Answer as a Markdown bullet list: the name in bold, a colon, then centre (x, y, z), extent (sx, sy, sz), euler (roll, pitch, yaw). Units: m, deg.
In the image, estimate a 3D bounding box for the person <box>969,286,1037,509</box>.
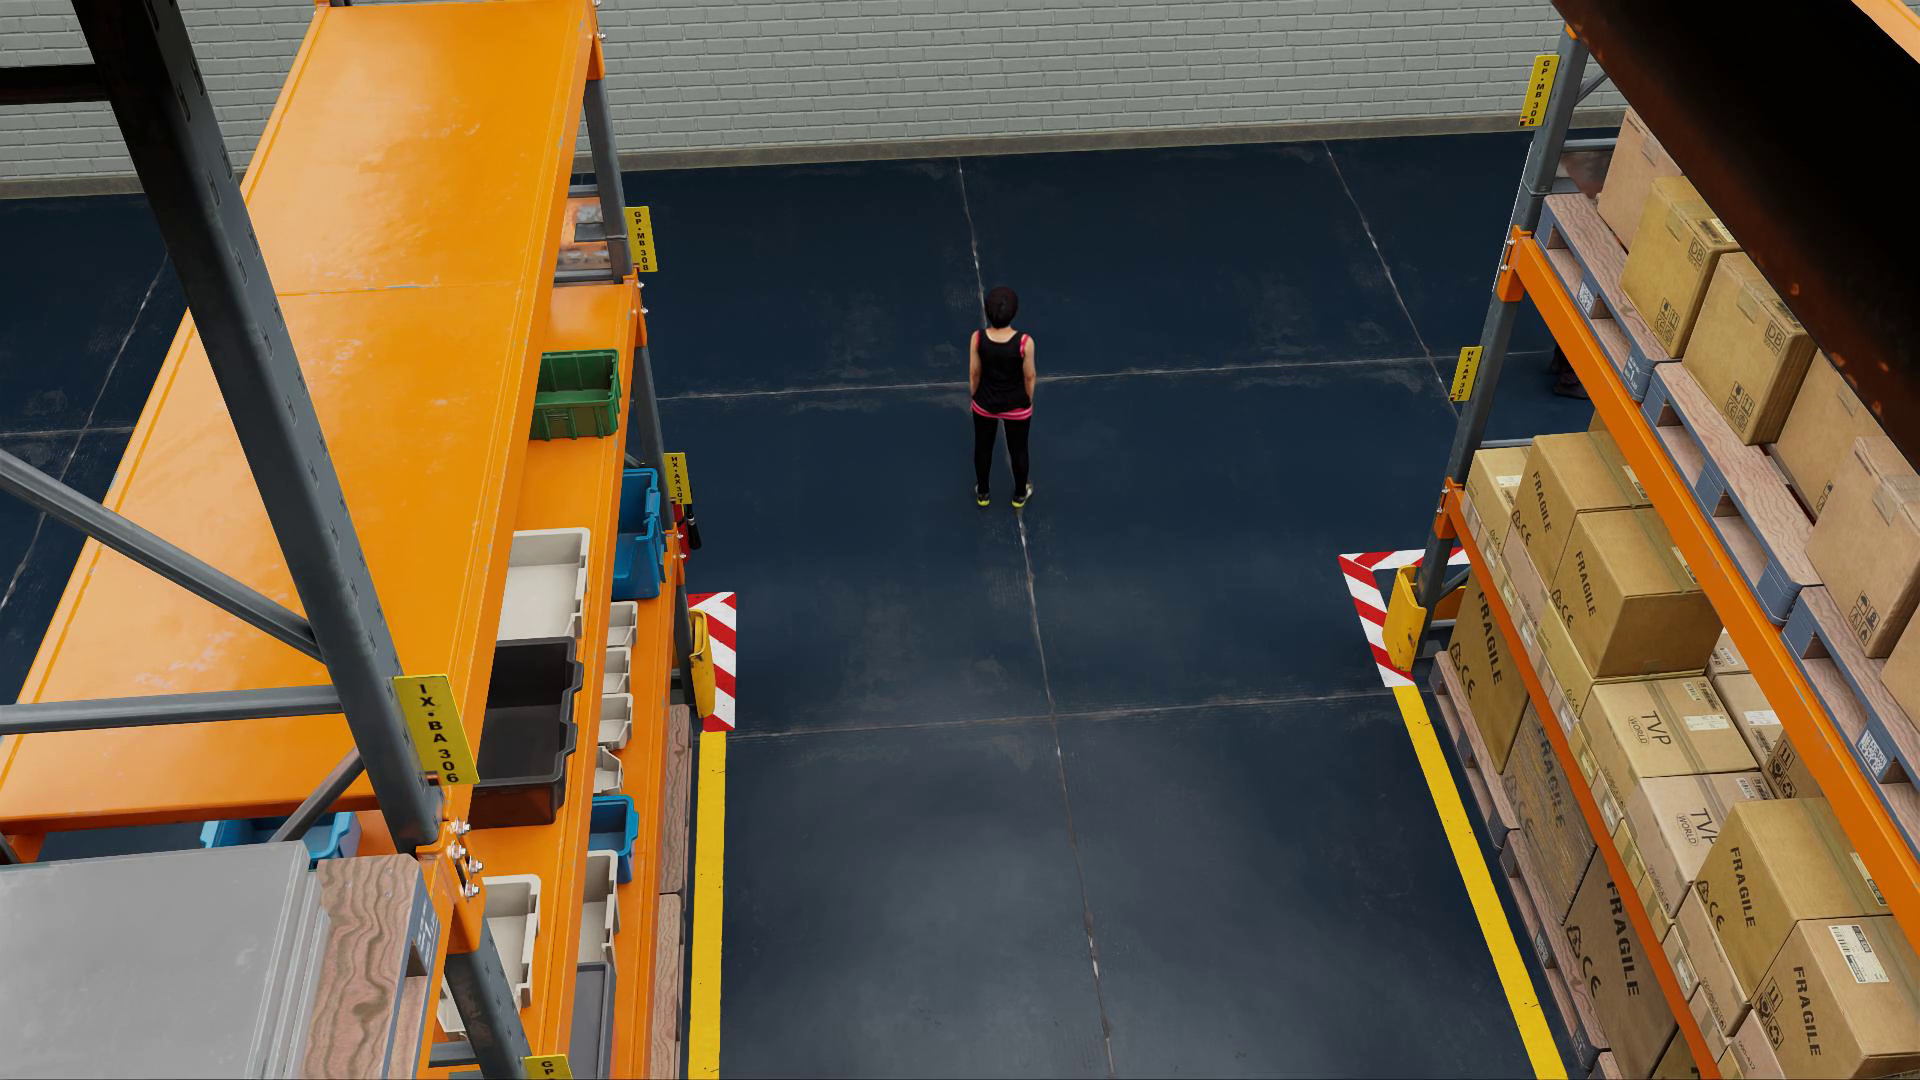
- **person**: centre (0.245, -0.838, 9.863), extent (0.595, 1.552, 0.589), euler (7, 44, 8)
